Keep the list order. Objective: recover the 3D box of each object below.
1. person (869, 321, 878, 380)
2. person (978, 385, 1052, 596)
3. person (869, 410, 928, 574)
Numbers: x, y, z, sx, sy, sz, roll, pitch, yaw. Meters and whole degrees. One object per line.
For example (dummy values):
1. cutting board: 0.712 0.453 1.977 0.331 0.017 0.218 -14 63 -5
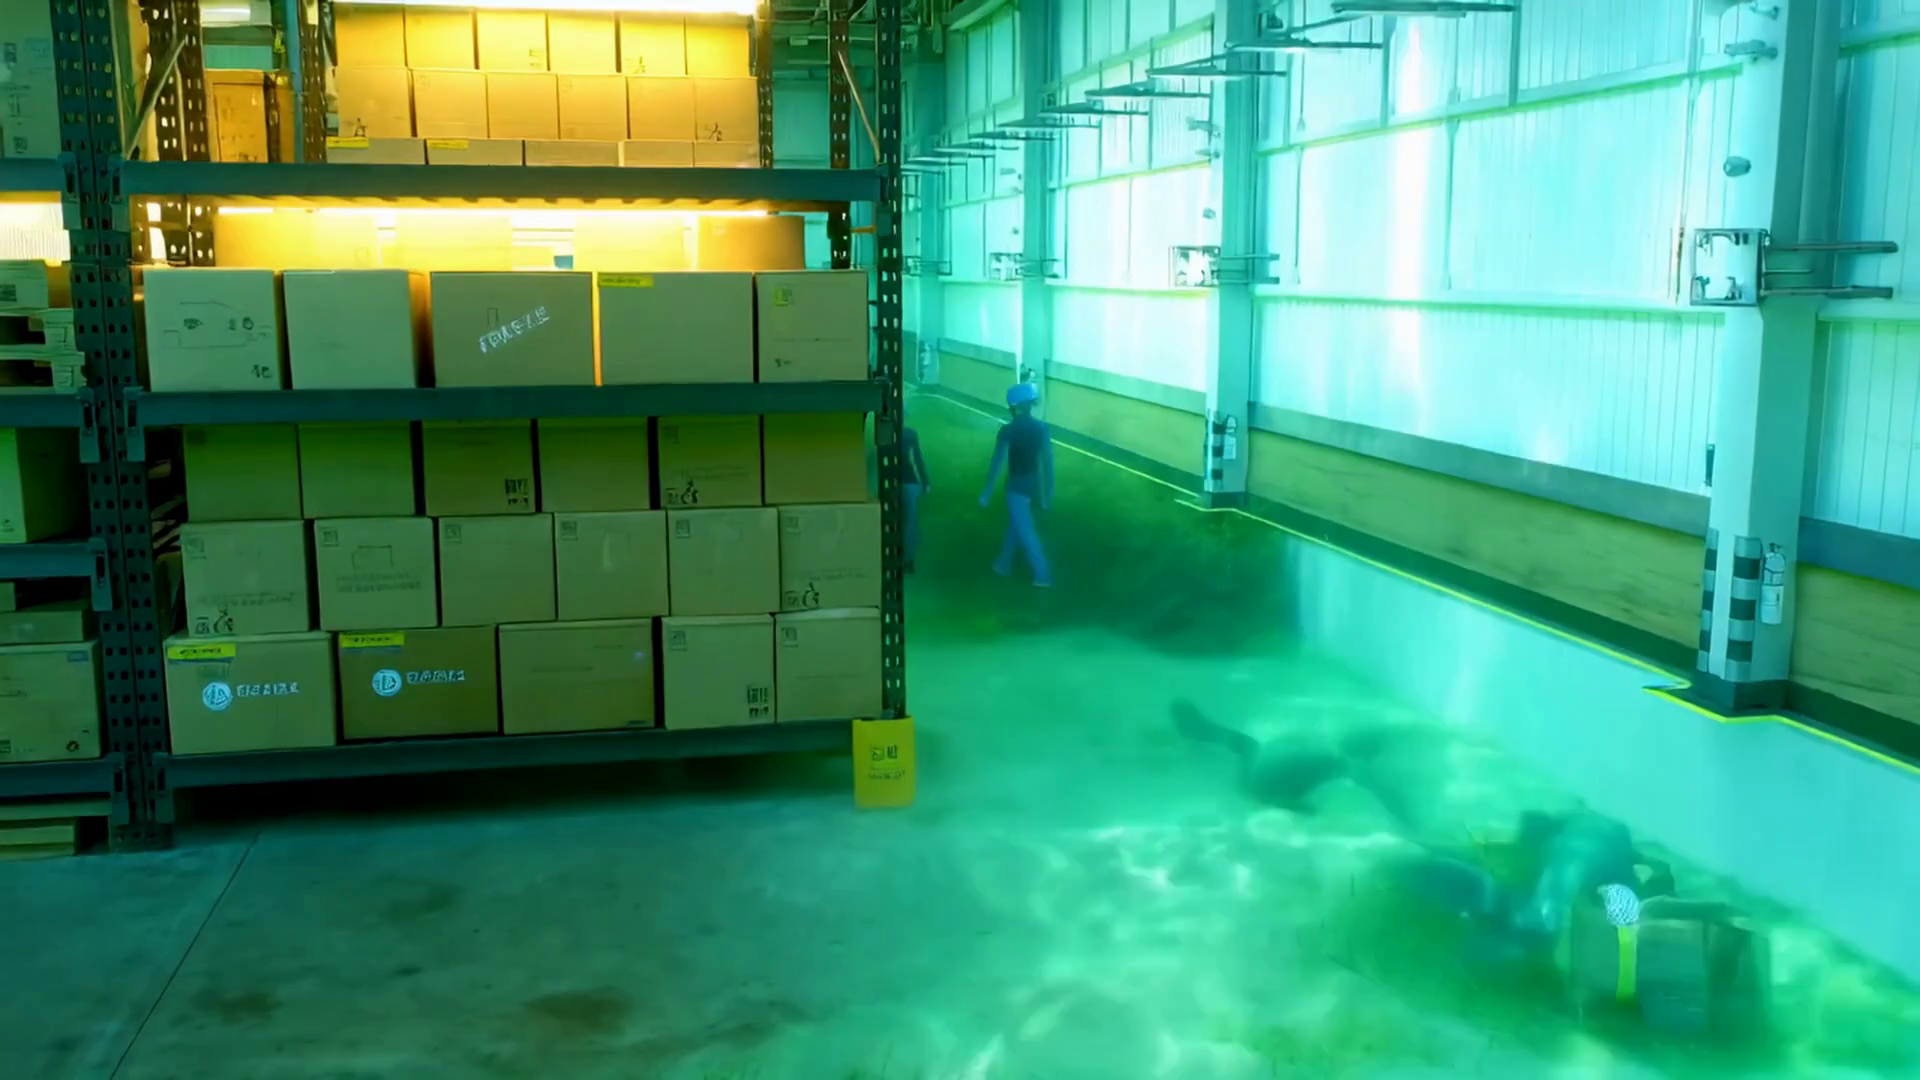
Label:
1. person: -2.230 -4.463 40.441 0.564 1.748 0.339 -2 10 -12
2. person: 0.525 -0.473 15.559 1.043 1.935 0.629 8 12 41
3. person: -0.649 -0.542 16.623 0.586 1.711 0.729 -5 11 -29
